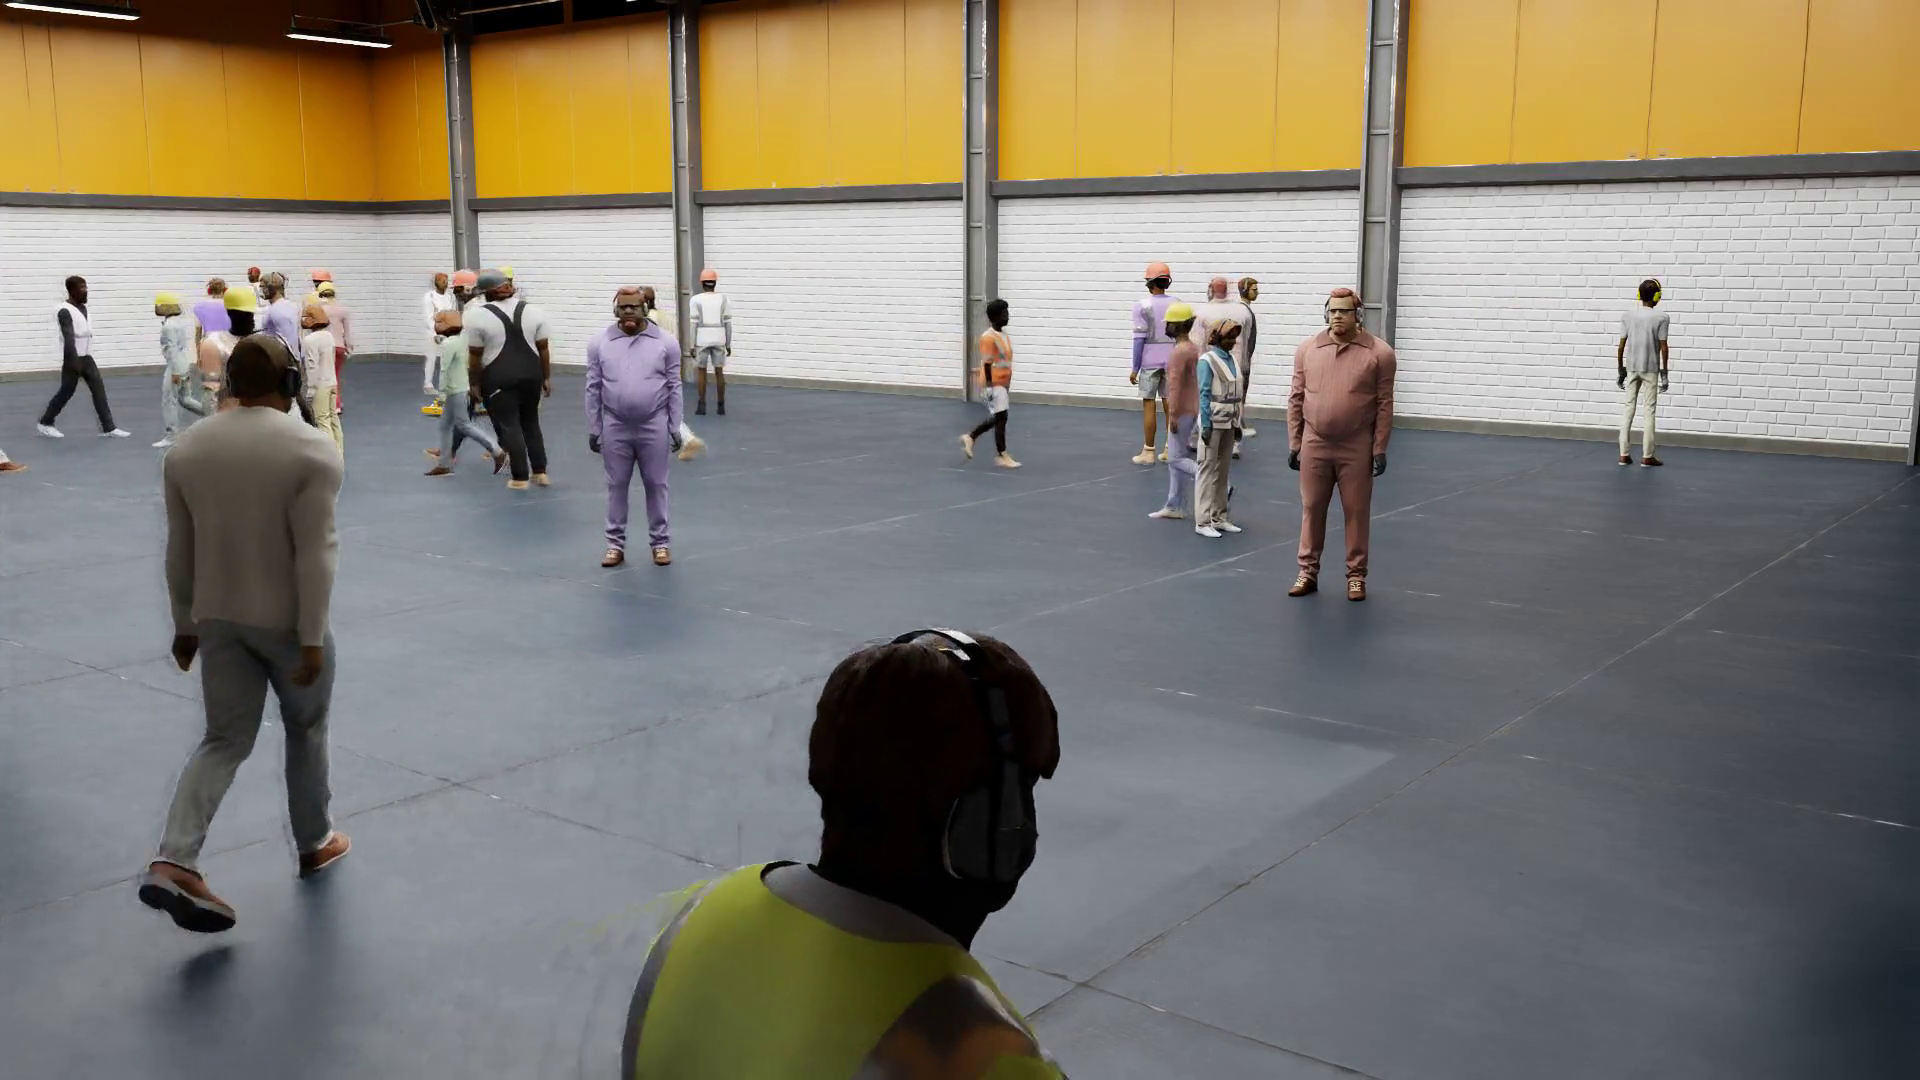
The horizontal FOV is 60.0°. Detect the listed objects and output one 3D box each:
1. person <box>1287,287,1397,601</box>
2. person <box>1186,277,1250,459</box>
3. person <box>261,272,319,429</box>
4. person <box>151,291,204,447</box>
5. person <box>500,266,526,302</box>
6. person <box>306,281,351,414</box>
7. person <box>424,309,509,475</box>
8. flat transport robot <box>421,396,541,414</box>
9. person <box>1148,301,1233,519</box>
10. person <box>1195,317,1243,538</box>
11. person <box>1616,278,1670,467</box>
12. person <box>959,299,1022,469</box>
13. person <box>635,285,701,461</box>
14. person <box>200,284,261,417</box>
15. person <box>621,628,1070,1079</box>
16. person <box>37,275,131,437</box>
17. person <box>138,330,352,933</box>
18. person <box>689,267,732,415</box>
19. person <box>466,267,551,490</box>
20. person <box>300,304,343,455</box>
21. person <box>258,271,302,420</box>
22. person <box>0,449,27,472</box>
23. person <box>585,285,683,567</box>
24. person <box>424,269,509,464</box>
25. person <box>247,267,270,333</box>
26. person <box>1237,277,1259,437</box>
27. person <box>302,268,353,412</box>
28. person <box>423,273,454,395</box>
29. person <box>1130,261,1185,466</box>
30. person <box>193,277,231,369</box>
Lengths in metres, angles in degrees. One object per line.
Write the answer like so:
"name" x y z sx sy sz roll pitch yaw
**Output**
"person" 2.312 -0.582 10.184 0.642 1.909 0.408 4 11 23
"person" 2.686 -1.801 17.421 0.667 1.864 0.958 -2 10 -14
"person" -7.698 -2.067 18.821 0.988 1.918 0.619 1 10 4
"person" -8.536 -1.883 18.313 0.705 1.722 0.492 -2 10 -13
"person" -6.929 -3.234 25.562 0.589 1.928 0.385 -6 11 -30
"person" -8.416 -2.546 22.077 0.675 1.747 0.526 9 13 42
"person" -4.718 -1.395 15.826 0.775 1.604 0.502 -1 10 -7
"flat transport robot" -6.367 -1.821 22.149 0.652 0.197 1.431 8 12 37
"person" 1.822 -0.996 13.082 0.645 1.750 0.527 4 11 23
"person" 1.947 -0.846 12.495 0.309 1.640 0.513 8 12 38
"person" 6.822 -1.667 16.608 0.319 1.870 0.521 -9 13 -43
"person" 0.303 -1.547 16.473 0.653 1.676 0.538 4 10 21
"person" -3.098 -1.679 16.862 0.863 1.814 0.632 -1 10 -7
"person" -5.140 -0.863 11.840 0.733 1.907 0.592 5 11 27
"person" -0.207 0.977 1.535 0.969 1.782 0.633 -8 13 -39
"person" -10.210 -2.106 19.175 0.996 1.879 0.604 0 10 -1
"person" -2.307 0.279 5.309 0.643 1.883 0.967 1 10 6
"person" -3.281 -2.609 21.892 0.555 1.935 0.359 -3 10 -17
"person" -4.073 -1.469 14.955 0.724 2.000 0.575 -7 12 -37
"person" -6.176 -1.458 16.075 0.277 1.632 0.502 1 10 4
"person" -6.752 -1.695 16.570 0.354 1.937 0.635 -3 10 -19
"person" -9.565 -1.605 15.965 0.837 1.974 0.616 -5 11 -27
"person" -2.202 -0.764 11.251 0.651 1.904 0.403 -1 10 -7
"person" -5.004 -1.744 16.826 0.995 1.946 0.620 -4 11 -23
"person" -12.704 -3.994 30.137 0.343 1.877 0.577 3 10 16
"person" 3.307 -2.122 19.324 0.332 1.844 0.517 1 10 8
"person" -8.429 -2.649 22.150 0.565 1.927 0.438 6 11 31
"person" -7.749 -3.071 24.892 0.966 1.834 0.585 7 12 36
"person" 1.968 -1.765 16.675 0.608 2.044 0.370 -5 11 -27
"person" -8.931 -2.260 20.140 0.596 1.842 0.449 -2 10 -12
